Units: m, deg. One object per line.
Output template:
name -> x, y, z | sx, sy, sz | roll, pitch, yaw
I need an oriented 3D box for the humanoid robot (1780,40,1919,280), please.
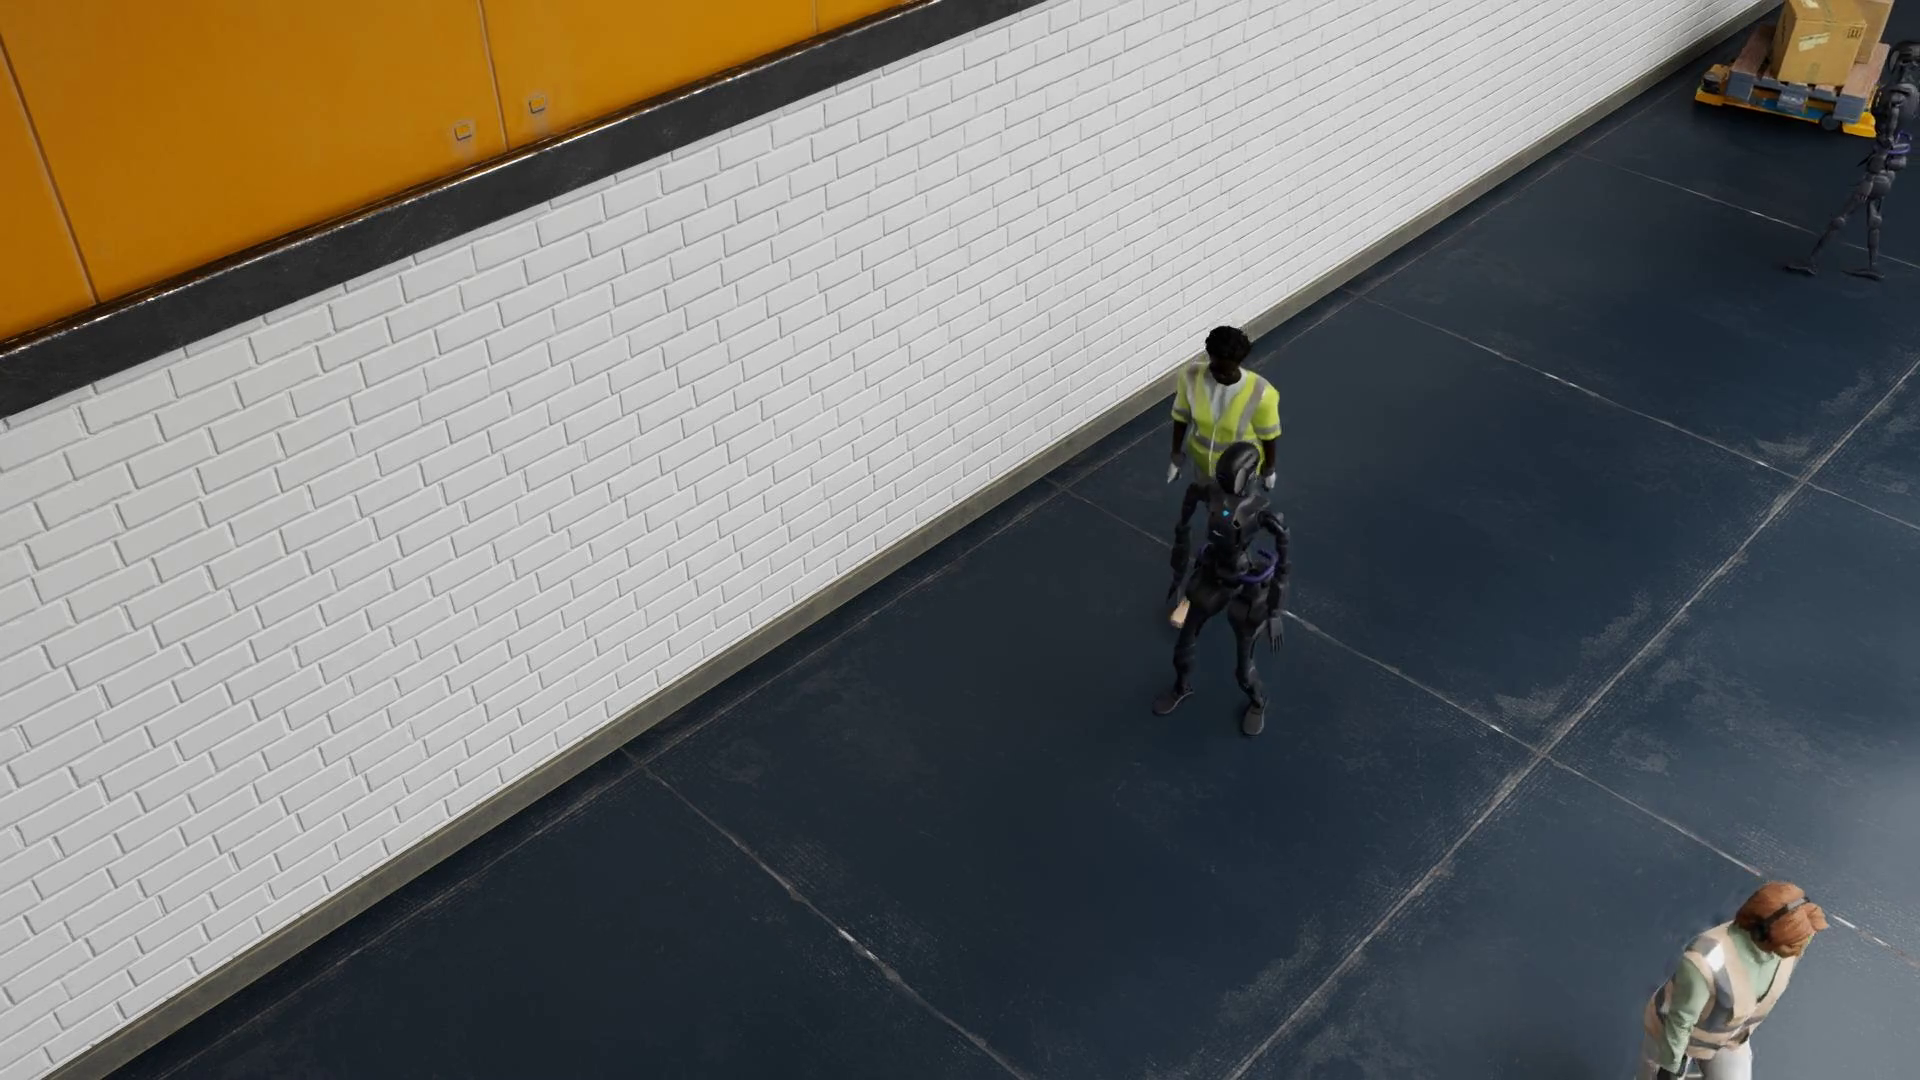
humanoid robot -> 5.972, -2.481, 10.903 | 0.661, 1.634, 0.612 | 18, 42, 21

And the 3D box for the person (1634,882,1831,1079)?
person -> 2.562, 1.697, 5.717 | 0.518, 1.622, 0.366 | -12, 40, -15

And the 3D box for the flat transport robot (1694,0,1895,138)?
flat transport robot -> 6.751, -3.582, 13.397 | 1.431, 0.231, 0.659 | 21, 43, 24

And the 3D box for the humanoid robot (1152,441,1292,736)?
humanoid robot -> 1.235, 0.201, 7.541 | 0.609, 1.634, 0.395 | 24, 44, 27

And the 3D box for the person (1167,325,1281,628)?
person -> 1.272, -0.356, 8.253 | 0.536, 1.632, 0.839 | 26, 45, 28
